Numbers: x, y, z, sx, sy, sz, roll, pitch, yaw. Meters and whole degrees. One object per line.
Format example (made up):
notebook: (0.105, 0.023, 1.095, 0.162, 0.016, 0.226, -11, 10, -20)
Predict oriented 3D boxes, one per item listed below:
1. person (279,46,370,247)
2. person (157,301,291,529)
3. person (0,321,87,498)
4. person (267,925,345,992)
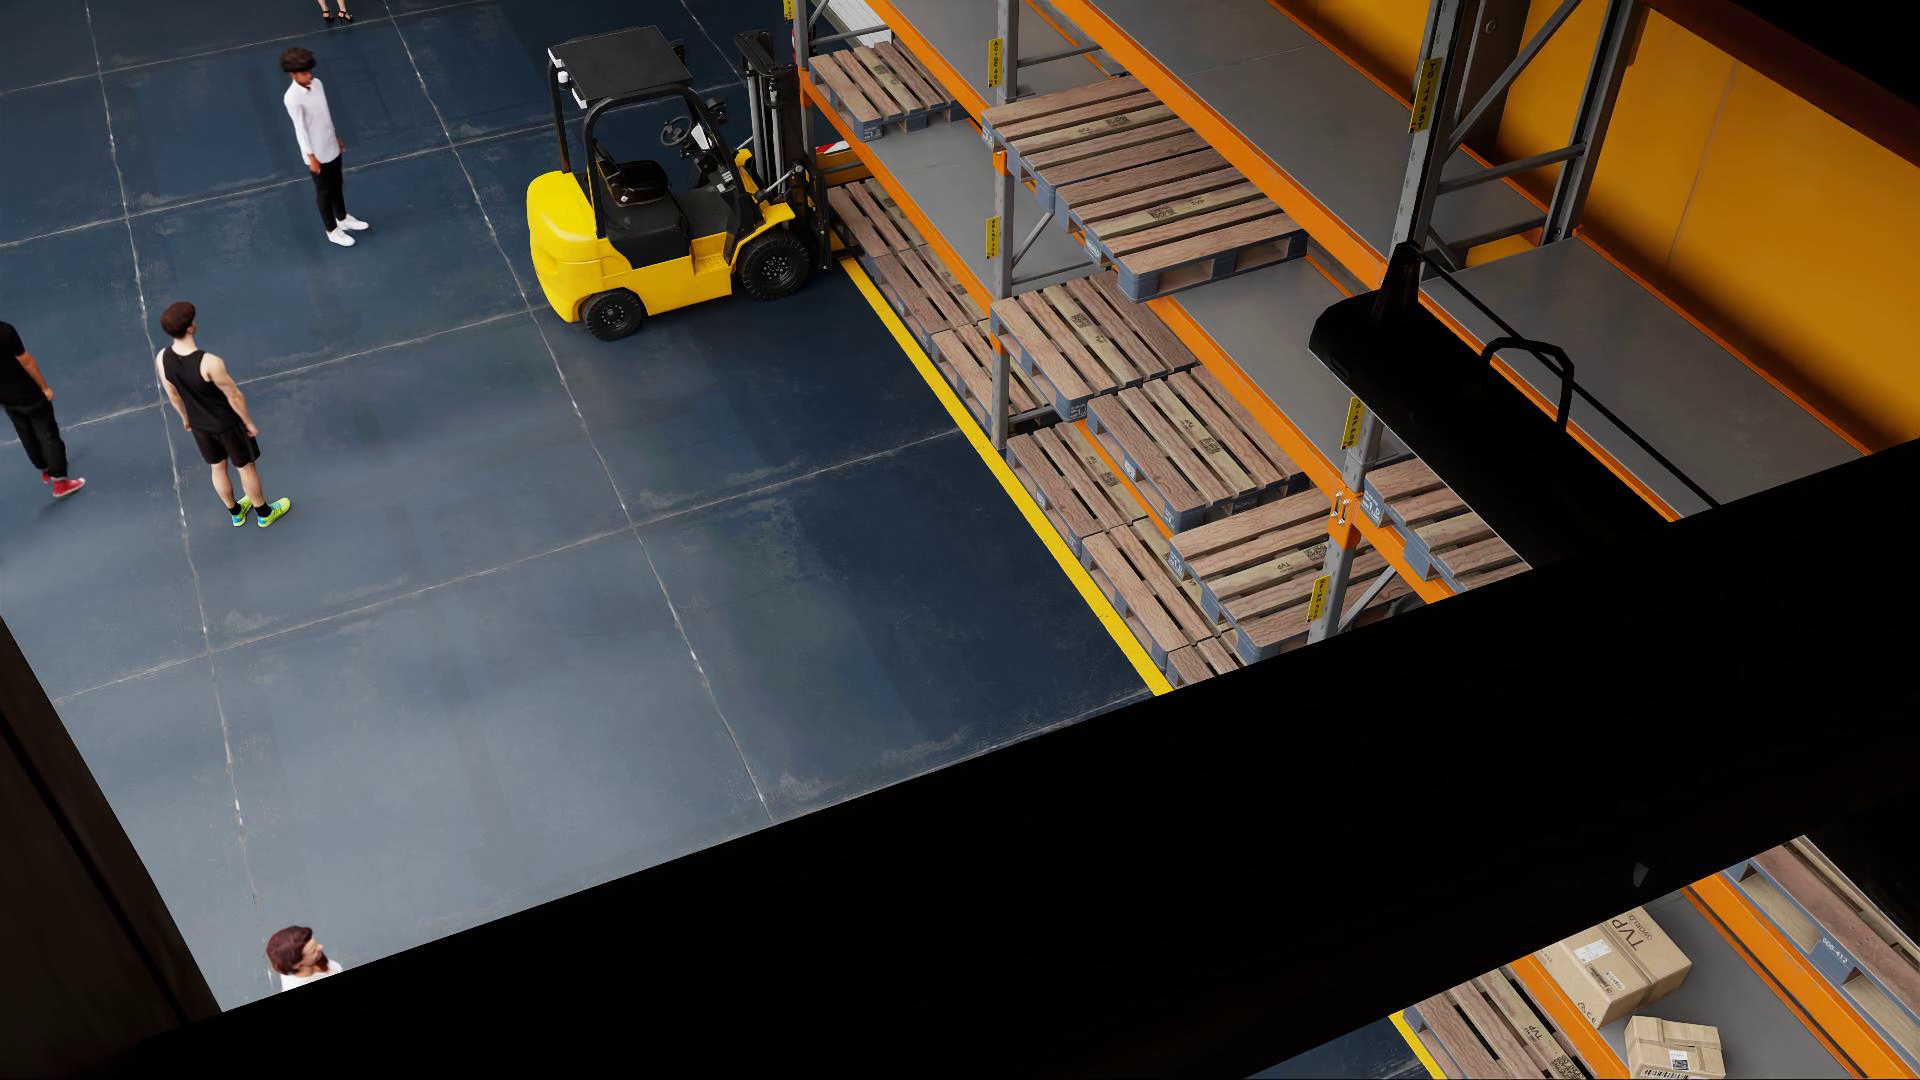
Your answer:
person: (-5.587, -3.443, 14.489, 0.776, 1.809, 0.694, 10, 45, 10)
person: (-5.245, -0.854, 11.713, 0.780, 1.890, 0.782, 6, 44, 6)
person: (-6.845, -1.088, 12.035, 0.797, 1.784, 0.861, 5, 44, 5)
person: (-3.119, 2.486, 8.277, 0.696, 1.794, 0.497, -24, 48, -23)
